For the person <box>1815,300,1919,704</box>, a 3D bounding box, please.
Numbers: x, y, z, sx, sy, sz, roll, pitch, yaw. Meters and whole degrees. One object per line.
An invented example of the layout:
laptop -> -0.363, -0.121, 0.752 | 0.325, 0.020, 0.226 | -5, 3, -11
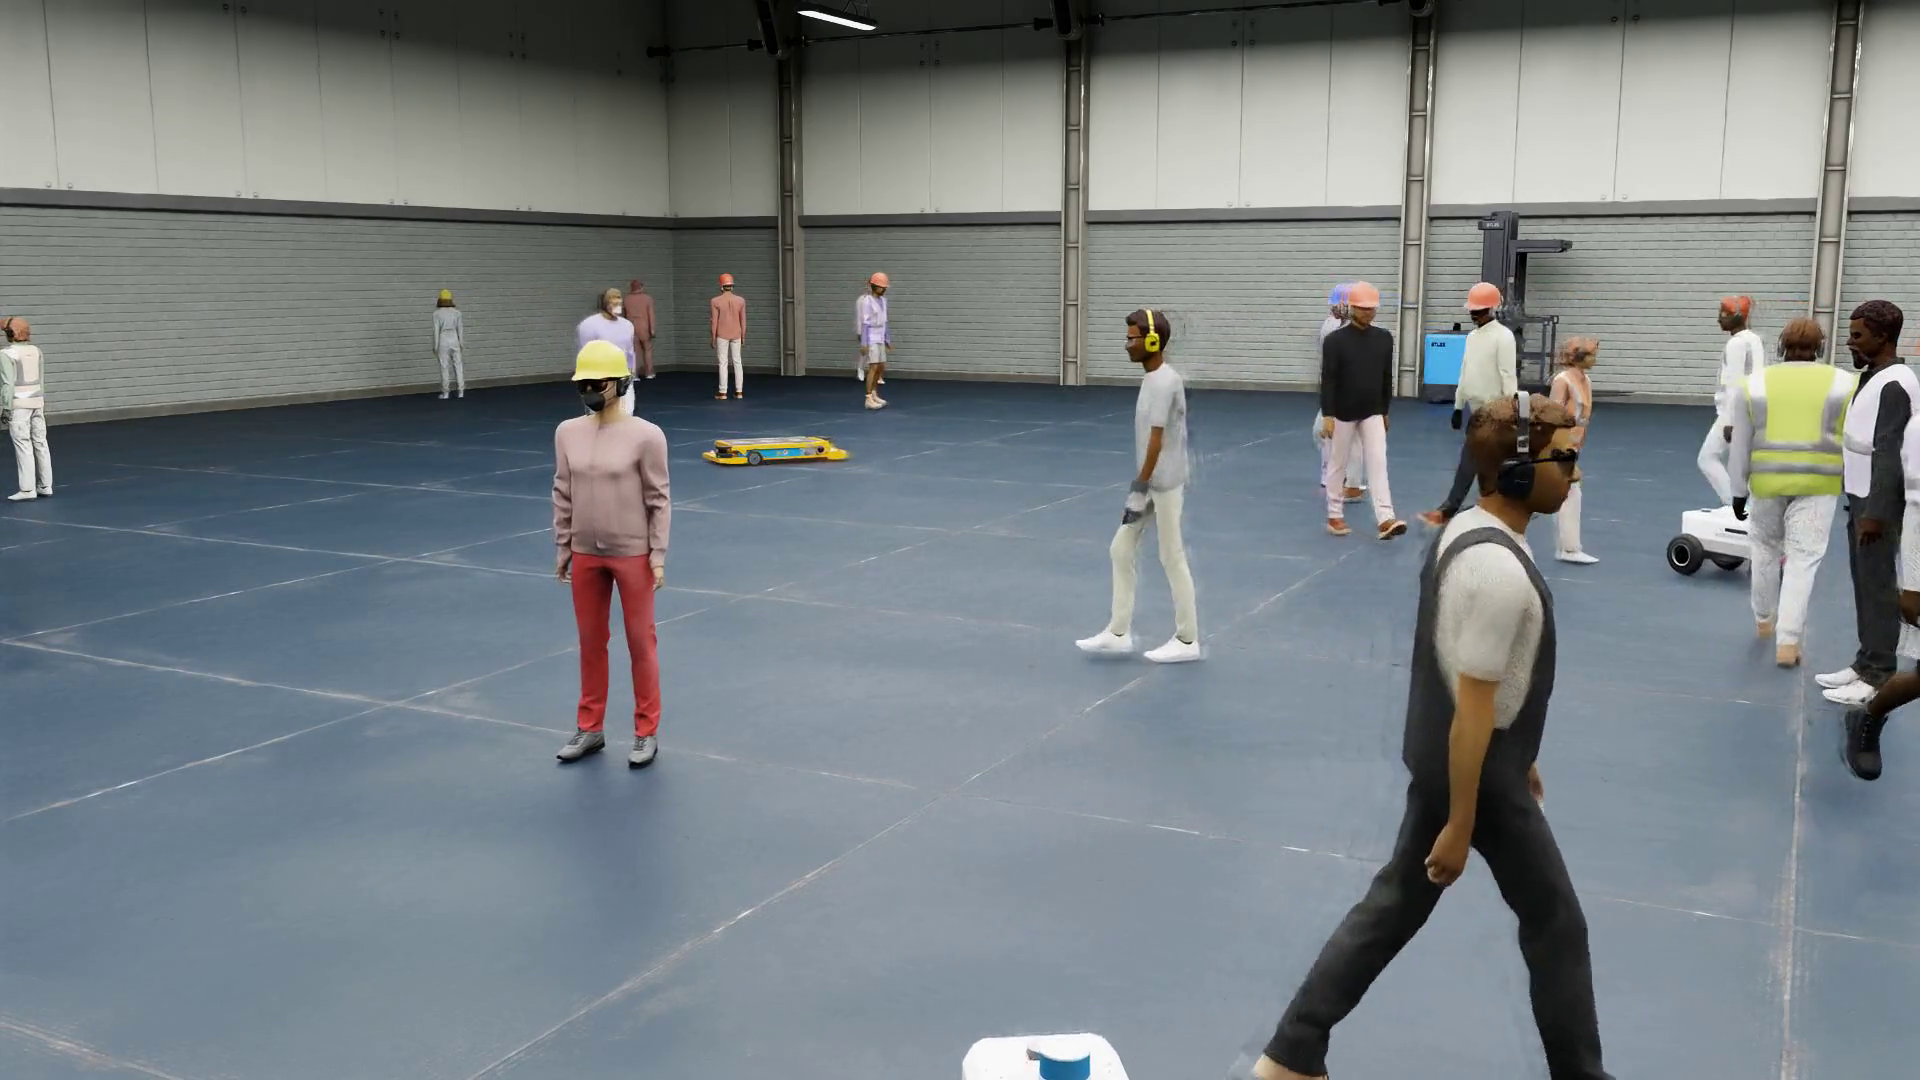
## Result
person -> 4.383, -0.182, 7.946 | 0.376, 1.912, 0.587 | 3, 10, 19

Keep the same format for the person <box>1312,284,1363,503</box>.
person -> 3.401, -1.295, 14.760 | 0.465, 1.931, 0.610 | -2, 9, -12

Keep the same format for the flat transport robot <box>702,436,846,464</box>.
flat transport robot -> -2.016, -0.981, 18.044 | 1.431, 0.197, 0.652 | -4, 10, -24

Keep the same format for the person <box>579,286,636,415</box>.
person -> -3.484, -1.525, 16.275 | 0.785, 1.908, 0.638 | 8, 12, 41

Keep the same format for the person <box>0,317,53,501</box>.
person -> -8.391, -1.176, 14.904 | 0.307, 1.639, 0.525 | 1, 9, 7

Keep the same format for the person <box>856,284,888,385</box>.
person -> -1.573, -3.759, 30.038 | 0.664, 1.894, 0.515 | -7, 11, -36

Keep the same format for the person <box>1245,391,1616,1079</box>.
person -> 1.160, 0.547, 3.838 | 1.005, 1.798, 0.508 | 0, 9, 2

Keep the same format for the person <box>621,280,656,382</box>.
person -> -5.925, -3.871, 30.806 | 0.679, 1.864, 0.933 | 1, 9, 4

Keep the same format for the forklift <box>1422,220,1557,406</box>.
forklift -> 8.245, -3.527, 25.720 | 1.873, 2.768, 1.129 | 5, 10, 27

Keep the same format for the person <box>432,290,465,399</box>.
person -> -8.242, -3.151, 26.764 | 0.492, 1.742, 0.319 | -7, 11, -36

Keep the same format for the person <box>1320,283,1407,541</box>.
person -> 3.054, -0.966, 12.646 | 0.659, 1.943, 0.995 | -2, 9, -12

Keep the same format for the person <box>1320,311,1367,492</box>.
person -> 3.603, -1.418, 15.583 | 0.410, 1.906, 0.642 | -1, 9, -8

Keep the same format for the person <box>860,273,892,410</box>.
person -> -1.291, -2.979, 24.877 | 0.607, 2.014, 0.804 | 4, 10, 25

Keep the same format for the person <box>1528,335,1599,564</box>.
person -> 4.204, -0.657, 11.825 | 0.697, 1.603, 0.551 | 6, 11, 35

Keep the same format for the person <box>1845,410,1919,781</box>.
person -> 3.693, 0.100, 6.163 | 0.561, 1.920, 0.734 | -2, 9, -9

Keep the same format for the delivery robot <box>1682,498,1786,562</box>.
delivery robot -> 5.228, -0.056, 11.176 | 0.477, 0.478, 0.707 | -4, 10, -26

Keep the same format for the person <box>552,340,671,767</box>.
person -> -1.452, 0.056, 6.912 | 0.526, 1.769, 0.328 | 3, 10, 17

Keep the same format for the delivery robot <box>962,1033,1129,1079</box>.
delivery robot -> 0.204, 1.224, 3.279 | 0.477, 0.478, 0.707 | -1, 9, -6

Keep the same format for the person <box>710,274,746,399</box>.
person -> -3.724, -3.266, 26.696 | 0.612, 1.997, 0.375 | -5, 11, -30

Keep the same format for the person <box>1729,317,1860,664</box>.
person -> 4.493, -0.285, 8.930 | 0.631, 1.793, 0.956 | 6, 11, 33

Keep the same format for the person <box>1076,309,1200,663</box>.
person -> 0.930, -0.267, 8.667 | 0.772, 1.841, 0.537 | -1, 9, -6

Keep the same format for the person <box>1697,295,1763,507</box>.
person -> 5.987, -0.958, 12.870 | 0.431, 1.863, 0.640 | 9, 13, 44

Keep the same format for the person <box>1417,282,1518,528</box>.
person -> 4.001, -1.035, 13.078 | 0.975, 1.940, 0.659 | -1, 9, -8
